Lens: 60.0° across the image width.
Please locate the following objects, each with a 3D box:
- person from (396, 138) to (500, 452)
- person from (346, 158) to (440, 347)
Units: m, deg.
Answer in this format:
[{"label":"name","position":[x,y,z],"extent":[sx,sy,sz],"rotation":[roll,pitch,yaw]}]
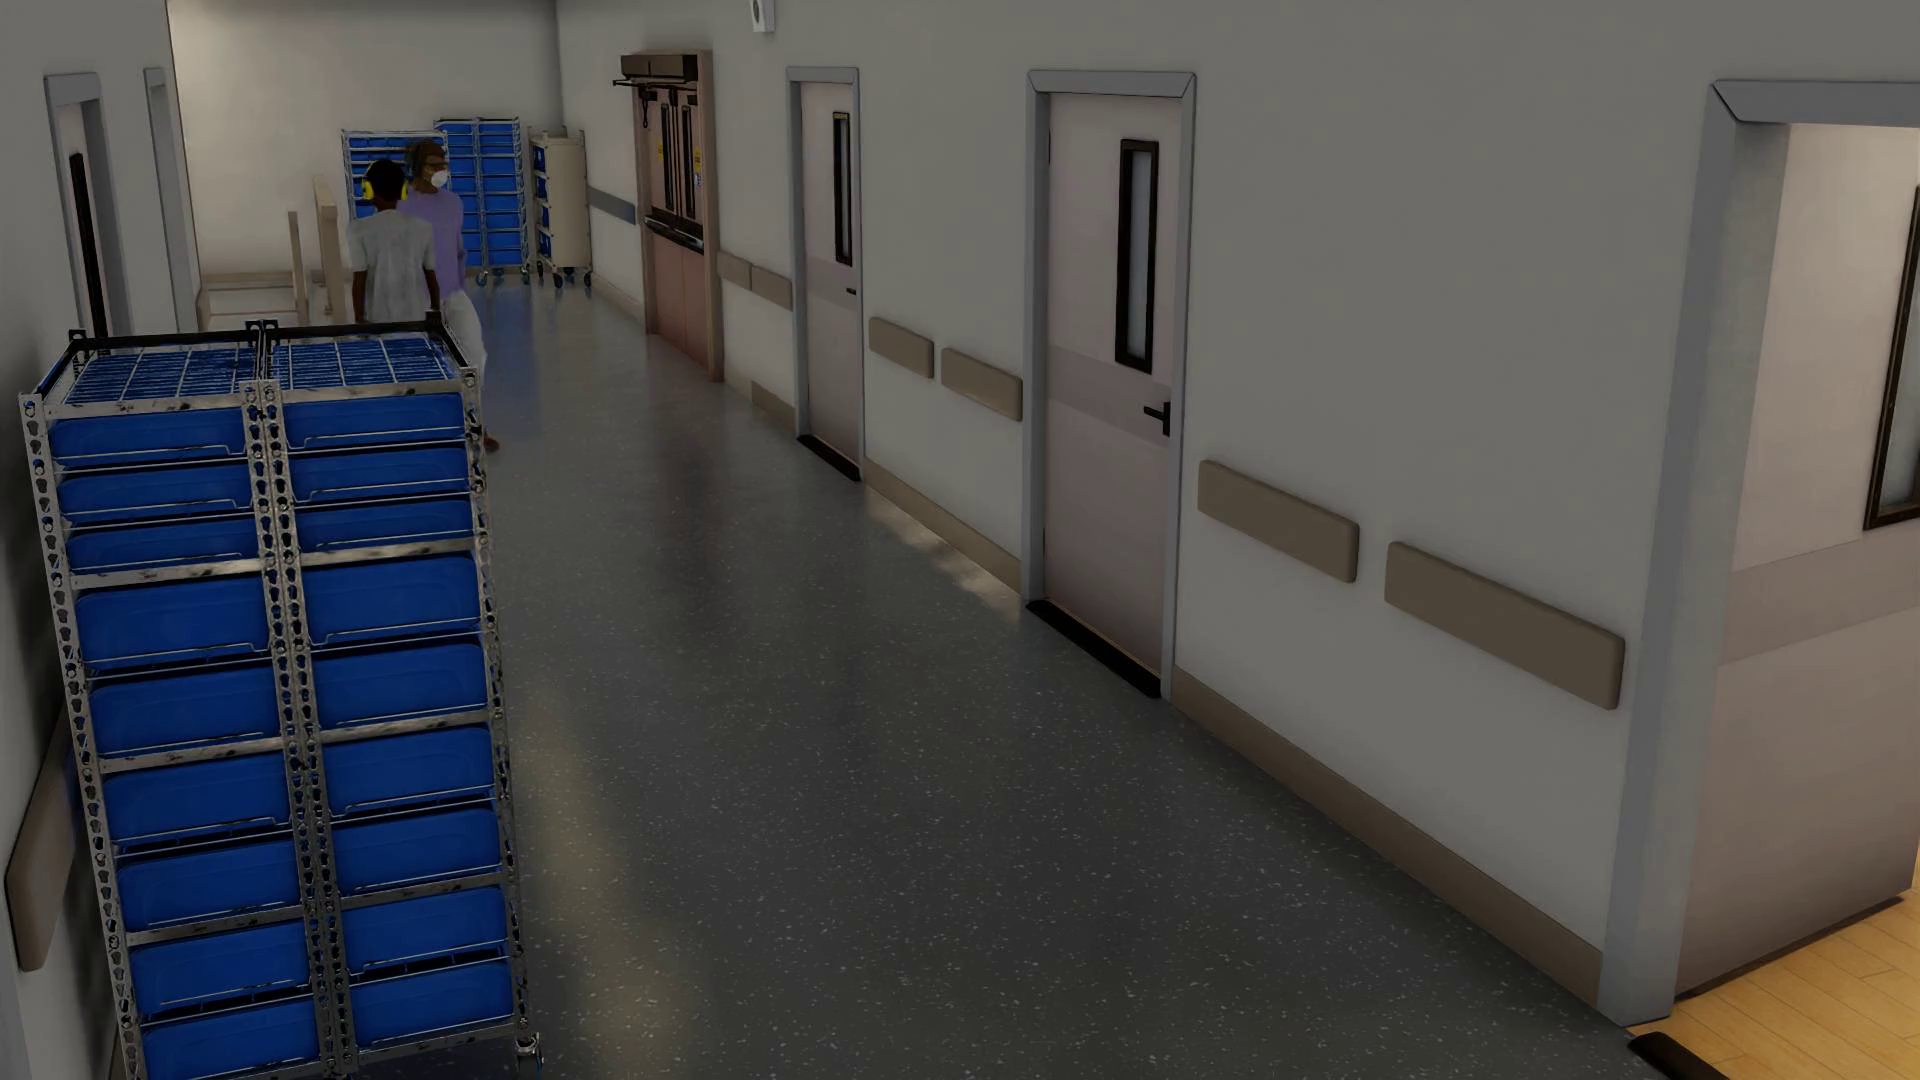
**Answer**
[{"label":"person","position":[-3.117,-1.429,10.011],"extent":[0.617,1.917,0.640],"rotation":[11,19,32]},{"label":"person","position":[-3.182,-1.183,9.279],"extent":[0.567,1.849,0.691],"rotation":[-13,21,-38]}]
